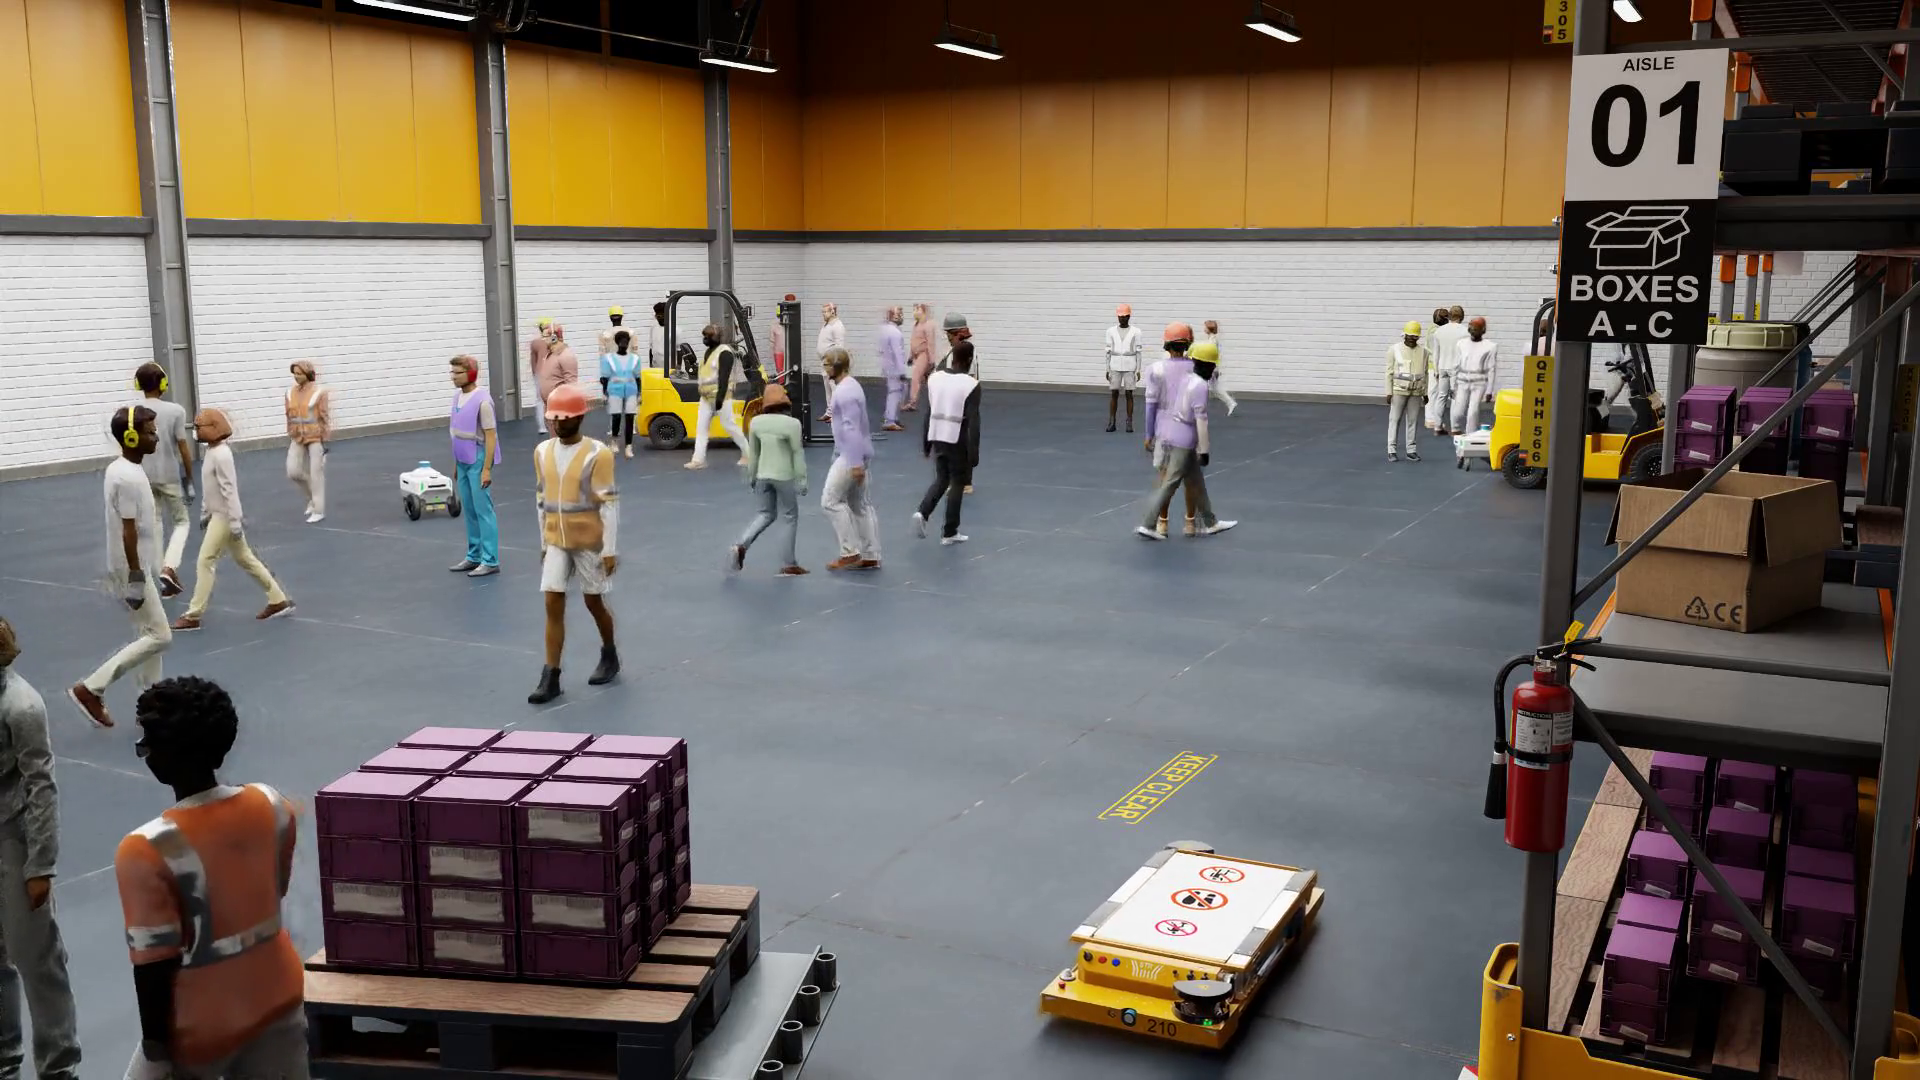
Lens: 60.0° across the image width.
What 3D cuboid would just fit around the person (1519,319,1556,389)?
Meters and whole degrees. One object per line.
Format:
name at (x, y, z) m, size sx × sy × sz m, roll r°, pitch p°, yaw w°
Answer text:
person at (7.660, -1.980, 21.842) m, size 0.640 × 1.833 × 0.431 m, roll 1°, pitch 10°, yaw 5°

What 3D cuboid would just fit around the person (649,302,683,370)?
person at (-4.439, -2.597, 25.000) m, size 0.600 × 1.959 × 0.384 m, roll 5°, pitch 11°, yaw 27°

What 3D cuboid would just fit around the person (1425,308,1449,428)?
person at (7.353, -2.643, 25.619) m, size 0.430 × 1.841 × 0.624 m, roll 2°, pitch 10°, yaw 14°

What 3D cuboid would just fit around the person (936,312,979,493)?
person at (-0.059, -1.543, 18.661) m, size 0.535 × 2.000 × 0.684 m, roll 0°, pitch 10°, yaw -2°

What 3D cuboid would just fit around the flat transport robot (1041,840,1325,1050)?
flat transport robot at (0.887, 1.478, 6.292) m, size 0.652 × 0.197 × 1.431 m, roll 5°, pitch 11°, yaw 26°

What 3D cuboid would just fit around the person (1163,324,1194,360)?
person at (2.727, -1.728, 20.399) m, size 0.538 × 1.841 × 0.468 m, roll 3°, pitch 10°, yaw 16°

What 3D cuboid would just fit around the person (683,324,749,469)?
person at (-3.008, -1.793, 20.786) m, size 0.916 × 1.812 × 0.617 m, roll -8°, pitch 13°, yaw -40°

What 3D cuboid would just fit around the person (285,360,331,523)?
person at (-6.513, -0.987, 16.650) m, size 0.519 × 1.629 × 0.386 m, roll 2°, pitch 10°, yaw 13°

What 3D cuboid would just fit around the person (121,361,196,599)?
person at (-6.206, -0.453, 12.882) m, size 0.547 × 1.856 × 0.431 m, roll -2°, pitch 10°, yaw -10°

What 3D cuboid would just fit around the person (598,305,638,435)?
person at (-5.025, -2.487, 24.485) m, size 0.585 × 1.917 × 0.382 m, roll -4°, pitch 11°, yaw -23°

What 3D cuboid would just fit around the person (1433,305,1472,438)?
person at (7.197, -2.462, 24.319) m, size 0.371 × 1.933 × 0.632 m, roll -8°, pitch 13°, yaw -38°

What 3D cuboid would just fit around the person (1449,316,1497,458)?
person at (6.737, -1.997, 21.808) m, size 0.612 × 1.856 × 0.496 m, roll 8°, pitch 13°, yaw 38°

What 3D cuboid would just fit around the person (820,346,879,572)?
person at (-0.947, -0.662, 13.948) m, size 0.579 × 1.910 × 0.663 m, roll 0°, pitch 10°, yaw -2°

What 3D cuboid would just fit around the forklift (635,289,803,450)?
forklift at (-3.358, -2.392, 23.136) m, size 2.313 × 2.155 × 1.214 m, roll -1°, pitch 10°, yaw -5°

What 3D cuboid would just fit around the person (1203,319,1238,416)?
person at (4.168, -2.801, 27.193) m, size 0.761 × 1.614 × 0.503 m, roll 0°, pitch 10°, yaw 2°

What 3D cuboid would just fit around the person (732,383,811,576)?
person at (-1.575, -0.488, 13.800) m, size 0.512 × 1.624 × 0.528 m, roll 8°, pitch 12°, yaw 37°

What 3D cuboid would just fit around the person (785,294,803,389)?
person at (-3.285, -3.879, 32.641) m, size 0.339 × 1.882 × 0.581 m, roll 4°, pitch 11°, yaw 23°

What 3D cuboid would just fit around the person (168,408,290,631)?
person at (-5.299, -0.163, 11.986) m, size 0.867 × 1.588 × 0.520 m, roll -5°, pitch 11°, yaw -29°

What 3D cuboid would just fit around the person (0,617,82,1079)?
person at (-2.941, 0.962, 5.030) m, size 0.488 × 1.741 × 0.316 m, roll 4°, pitch 11°, yaw 22°

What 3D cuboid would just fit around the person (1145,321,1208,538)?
person at (2.037, -1.037, 15.715) m, size 0.608 × 2.048 × 0.365 m, roll -1°, pitch 10°, yaw -5°

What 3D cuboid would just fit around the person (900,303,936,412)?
person at (-0.566, -3.117, 28.330) m, size 0.993 × 1.861 × 0.631 m, roll -3°, pitch 10°, yaw -17°

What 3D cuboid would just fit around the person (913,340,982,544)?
person at (-0.108, -0.881, 15.258) m, size 0.639 × 1.891 × 0.560 m, roll 8°, pitch 13°, yaw 38°

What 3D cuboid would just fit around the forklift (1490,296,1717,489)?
forklift at (7.296, -1.677, 18.993) m, size 2.313 × 2.155 × 1.214 m, roll 5°, pitch 11°, yaw 27°

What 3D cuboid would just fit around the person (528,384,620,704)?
person at (-2.346, -0.002, 10.140) m, size 0.561 × 1.908 × 0.816 m, roll 3°, pitch 10°, yaw 17°

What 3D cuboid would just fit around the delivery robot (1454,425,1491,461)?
delivery robot at (6.507, -1.187, 20.629) m, size 0.707 × 0.478 × 0.477 m, roll 0°, pitch 10°, yaw 3°

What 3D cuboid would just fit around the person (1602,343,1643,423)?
person at (10.458, -2.693, 26.100) m, size 0.973 × 1.783 × 0.582 m, roll 1°, pitch 10°, yaw 5°

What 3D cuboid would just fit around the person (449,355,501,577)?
person at (-4.051, -0.621, 13.893) m, size 0.374 × 1.842 × 0.573 m, roll -9°, pitch 13°, yaw -42°

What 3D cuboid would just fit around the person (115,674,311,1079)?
person at (-1.903, 1.152, 4.093) m, size 0.704 × 1.668 × 0.546 m, roll 4°, pitch 11°, yaw 21°

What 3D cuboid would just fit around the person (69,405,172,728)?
person at (-4.655, 0.171, 9.303) m, size 0.557 × 1.853 × 0.505 m, roll -5°, pitch 11°, yaw -28°

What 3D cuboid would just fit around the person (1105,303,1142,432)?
person at (2.446, -2.577, 24.946) m, size 0.543 × 1.939 × 0.371 m, roll 2°, pitch 10°, yaw 14°

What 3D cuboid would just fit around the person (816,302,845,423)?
person at (-2.065, -2.817, 26.431) m, size 0.411 × 1.908 × 0.643 m, roll -5°, pitch 11°, yaw -26°

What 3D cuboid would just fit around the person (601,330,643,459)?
person at (-4.417, -1.906, 21.774) m, size 0.546 × 1.681 × 0.394 m, roll -5°, pitch 11°, yaw -26°

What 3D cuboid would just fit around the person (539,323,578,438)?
person at (-4.542, -1.490, 18.761) m, size 0.401 × 1.901 × 0.651 m, roll -7°, pitch 12°, yaw -34°

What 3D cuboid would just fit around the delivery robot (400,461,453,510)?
delivery robot at (-5.463, -0.561, 17.004) m, size 0.477 × 0.478 × 0.707 m, roll -7°, pitch 12°, yaw -35°

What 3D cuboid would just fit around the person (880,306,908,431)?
person at (-0.938, -2.591, 25.167) m, size 0.516 × 1.886 × 0.669 m, roll -2°, pitch 10°, yaw -14°

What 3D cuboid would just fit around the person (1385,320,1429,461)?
person at (5.785, -1.922, 21.487) m, size 0.586 × 1.823 × 0.403 m, roll -1°, pitch 10°, yaw -8°

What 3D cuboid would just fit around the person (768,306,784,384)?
person at (-3.194, -3.359, 30.001) m, size 0.557 × 1.746 × 0.588 m, roll -1°, pitch 10°, yaw -4°

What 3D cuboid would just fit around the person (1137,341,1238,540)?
person at (2.119, -0.920, 15.586) m, size 1.018 × 1.869 × 0.629 m, roll -1°, pitch 10°, yaw -9°

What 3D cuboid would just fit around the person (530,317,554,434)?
person at (-6.130, -2.465, 24.882) m, size 0.551 × 1.721 × 0.870 m, roll 2°, pitch 10°, yaw 9°
